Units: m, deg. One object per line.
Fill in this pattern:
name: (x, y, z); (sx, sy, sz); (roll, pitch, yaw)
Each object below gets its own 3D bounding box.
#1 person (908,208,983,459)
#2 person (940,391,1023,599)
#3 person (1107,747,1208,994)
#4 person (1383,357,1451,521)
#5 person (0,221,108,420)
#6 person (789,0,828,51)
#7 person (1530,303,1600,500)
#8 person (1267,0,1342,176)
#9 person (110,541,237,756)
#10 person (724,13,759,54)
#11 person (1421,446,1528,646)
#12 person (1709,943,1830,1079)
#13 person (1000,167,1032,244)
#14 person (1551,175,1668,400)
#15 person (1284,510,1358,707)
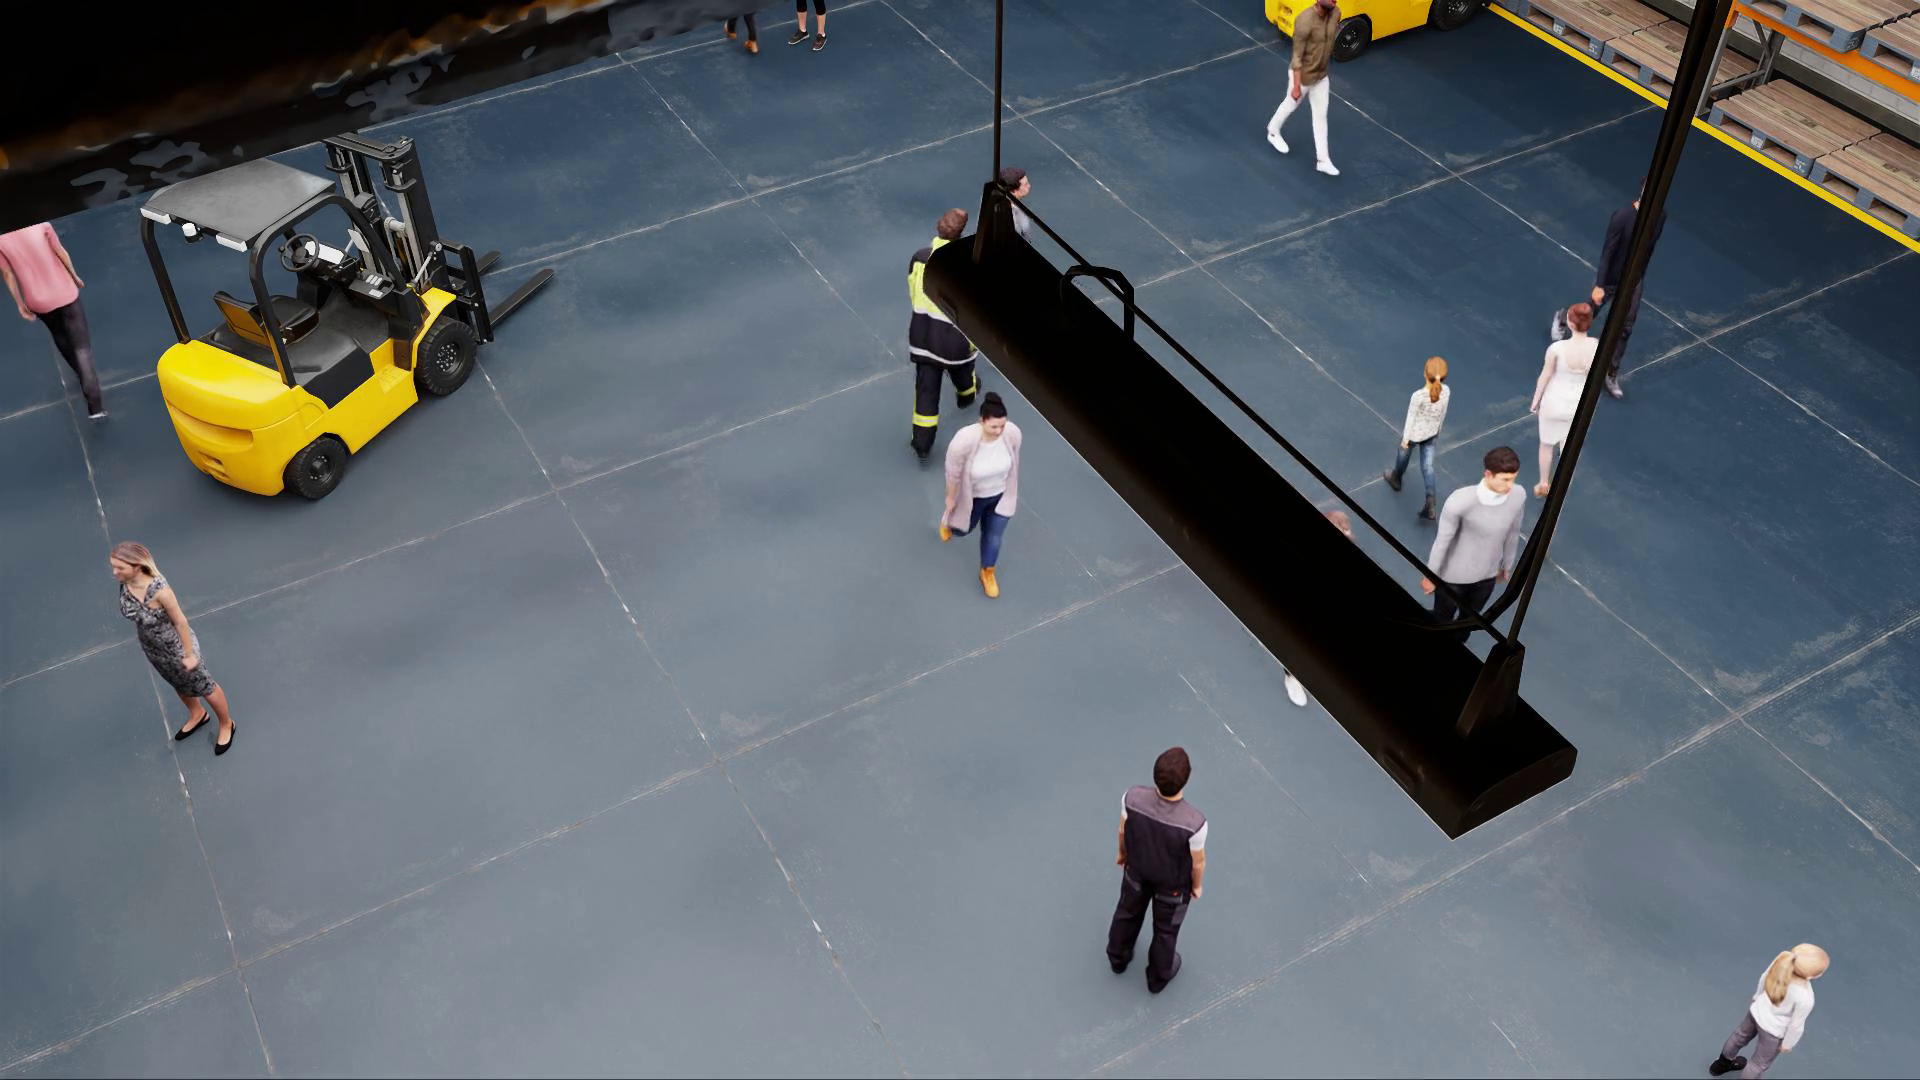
person: (-0.152, -1.485, 12.300); (1.345, 1.922, 1.358); (12, 45, 13)
person: (0.125, -0.410, 11.321); (0.835, 1.717, 1.035); (-10, 44, -10)
person: (1.065, 1.775, 8.935); (0.698, 1.843, 0.808); (23, 48, 22)
person: (3.349, -0.712, 11.946); (0.639, 1.291, 0.967); (-10, 45, -10)
person: (-6.876, -1.778, 12.612); (0.759, 1.916, 1.278); (-14, 45, -15)
person: (-1.581, -5.926, 17.103); (0.601, 1.726, 0.701); (20, 47, 20)
person: (4.273, -0.873, 11.762); (0.805, 1.777, 0.881); (4, 44, 4)
person: (3.168, -4.317, 15.377); (0.775, 1.778, 1.168); (-24, 49, -23)
person: (-4.848, 0.634, 10.233); (0.606, 1.705, 0.700); (18, 46, 18)
person: (-2.257, -5.616, 17.167); (0.492, 1.190, 0.820); (-23, 48, -22)
person: (3.200, 0.130, 10.615); (0.880, 1.909, 0.975); (-11, 45, -11)
person: (4.188, 2.482, 8.602); (0.623, 1.279, 0.536); (-4, 44, -4)
person: (0.316, -2.102, 12.999); (0.916, 1.852, 0.863); (-1, 44, -1)
person: (5.080, -2.074, 12.980); (0.926, 1.838, 1.267); (-7, 44, -7)
person: (2.203, 0.370, 10.522); (0.680, 1.690, 0.603); (-15, 46, -15)
